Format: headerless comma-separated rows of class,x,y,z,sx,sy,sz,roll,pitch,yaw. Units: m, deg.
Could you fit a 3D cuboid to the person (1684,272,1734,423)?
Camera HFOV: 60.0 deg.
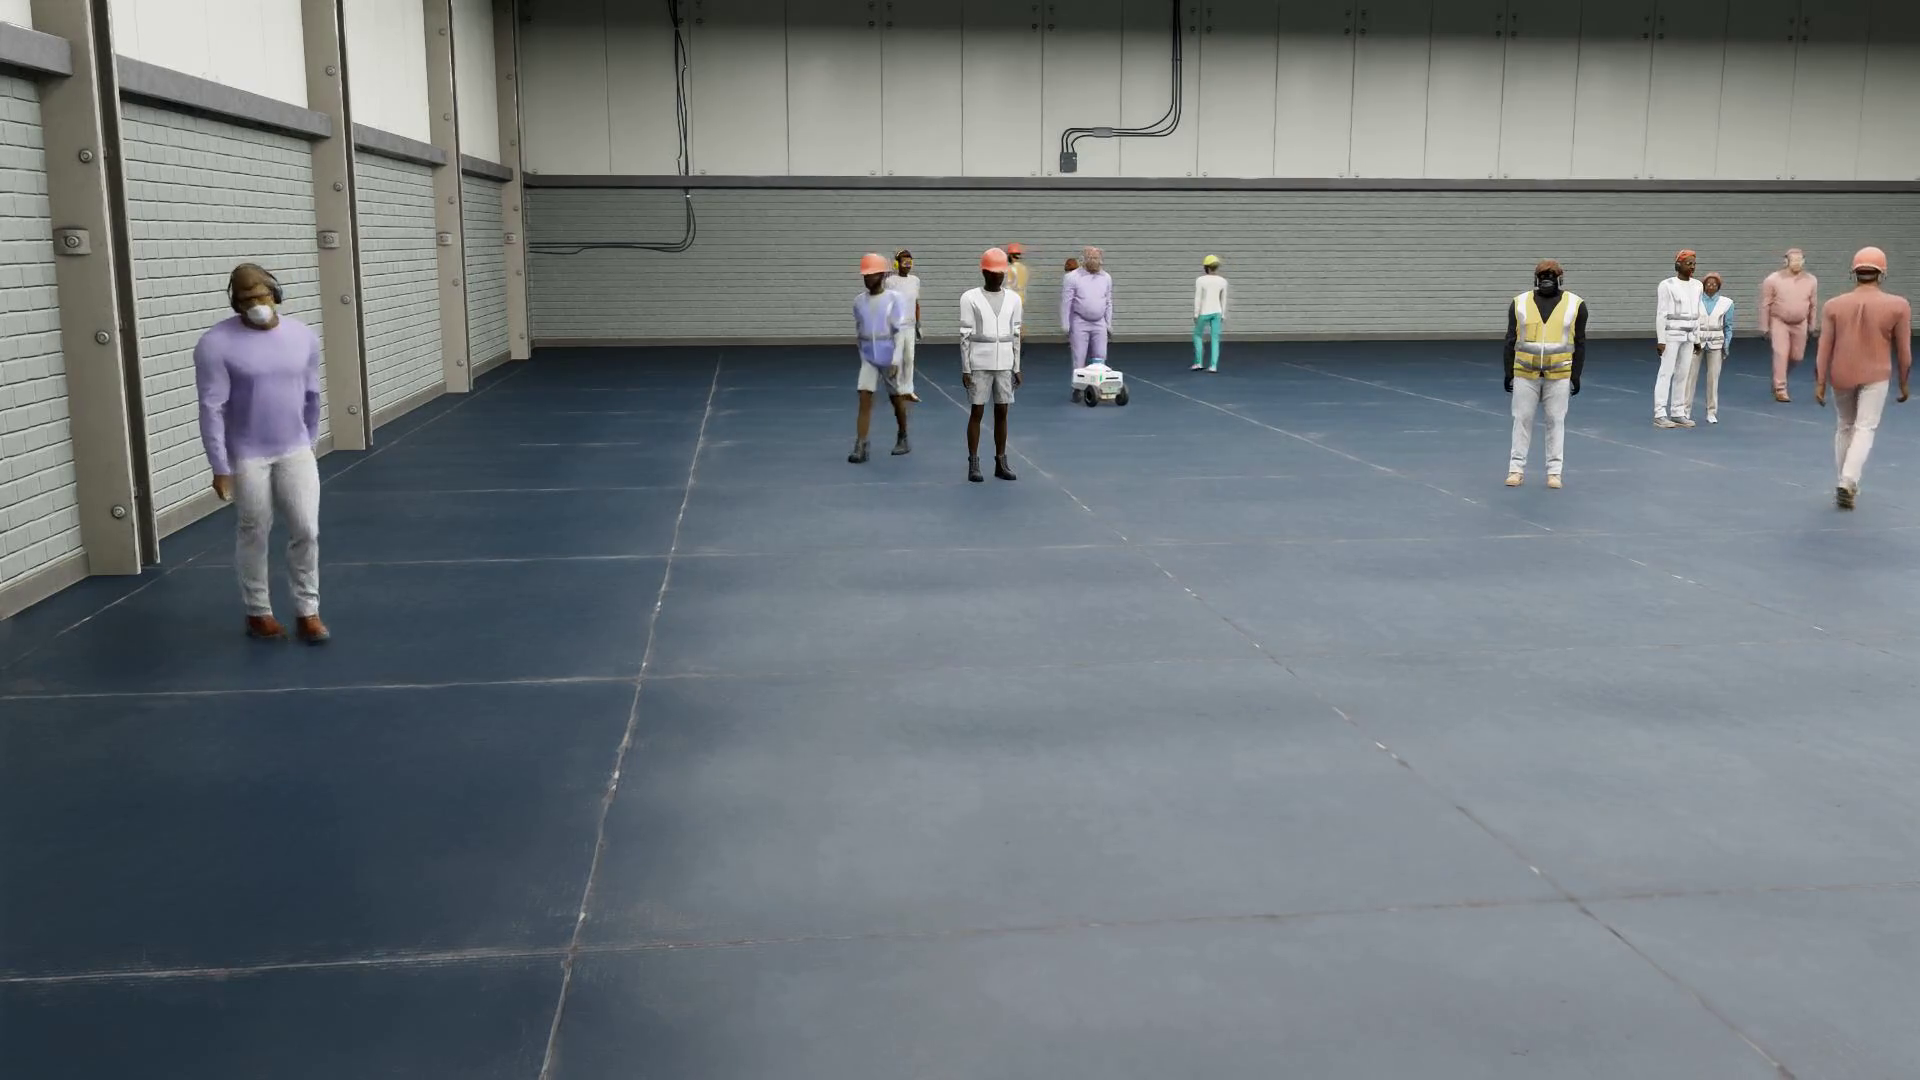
person,8.130,-2.091,18.145,0.513,1.638,0.307,4,11,20

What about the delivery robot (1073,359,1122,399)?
delivery robot,1.659,-1.946,20.060,0.477,0.478,0.707,-5,11,-24

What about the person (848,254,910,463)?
person,-0.722,-1.663,15.168,0.545,1.882,1.041,4,11,19

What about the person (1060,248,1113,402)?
person,1.544,-2.652,20.568,0.762,1.888,0.433,-3,11,-18

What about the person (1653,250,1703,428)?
person,7.659,-2.136,17.715,0.583,1.882,0.350,-4,11,-23

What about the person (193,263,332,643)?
person,-3.419,-0.406,8.187,0.646,1.892,0.731,-9,14,-42

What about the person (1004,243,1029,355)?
person,0.916,-3.963,27.620,0.458,1.920,0.557,7,13,35

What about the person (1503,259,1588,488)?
person,4.713,-1.339,13.461,0.631,1.843,0.429,4,11,22

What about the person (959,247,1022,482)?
person,0.268,-1.451,13.818,0.544,1.935,0.361,-4,11,-19

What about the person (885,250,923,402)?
person,-0.688,-2.605,20.358,0.516,1.865,0.312,-7,13,-35

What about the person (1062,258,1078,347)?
person,2.072,-4.396,30.785,0.507,1.632,0.268,-9,14,-41

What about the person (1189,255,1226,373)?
person,3.708,-3.392,24.954,0.559,1.741,0.639,-4,11,-19

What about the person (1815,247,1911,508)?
person,6.806,-1.233,12.585,0.616,1.960,0.956,9,14,41

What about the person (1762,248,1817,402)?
person,10.243,-2.669,20.613,0.642,1.891,0.716,1,10,4
